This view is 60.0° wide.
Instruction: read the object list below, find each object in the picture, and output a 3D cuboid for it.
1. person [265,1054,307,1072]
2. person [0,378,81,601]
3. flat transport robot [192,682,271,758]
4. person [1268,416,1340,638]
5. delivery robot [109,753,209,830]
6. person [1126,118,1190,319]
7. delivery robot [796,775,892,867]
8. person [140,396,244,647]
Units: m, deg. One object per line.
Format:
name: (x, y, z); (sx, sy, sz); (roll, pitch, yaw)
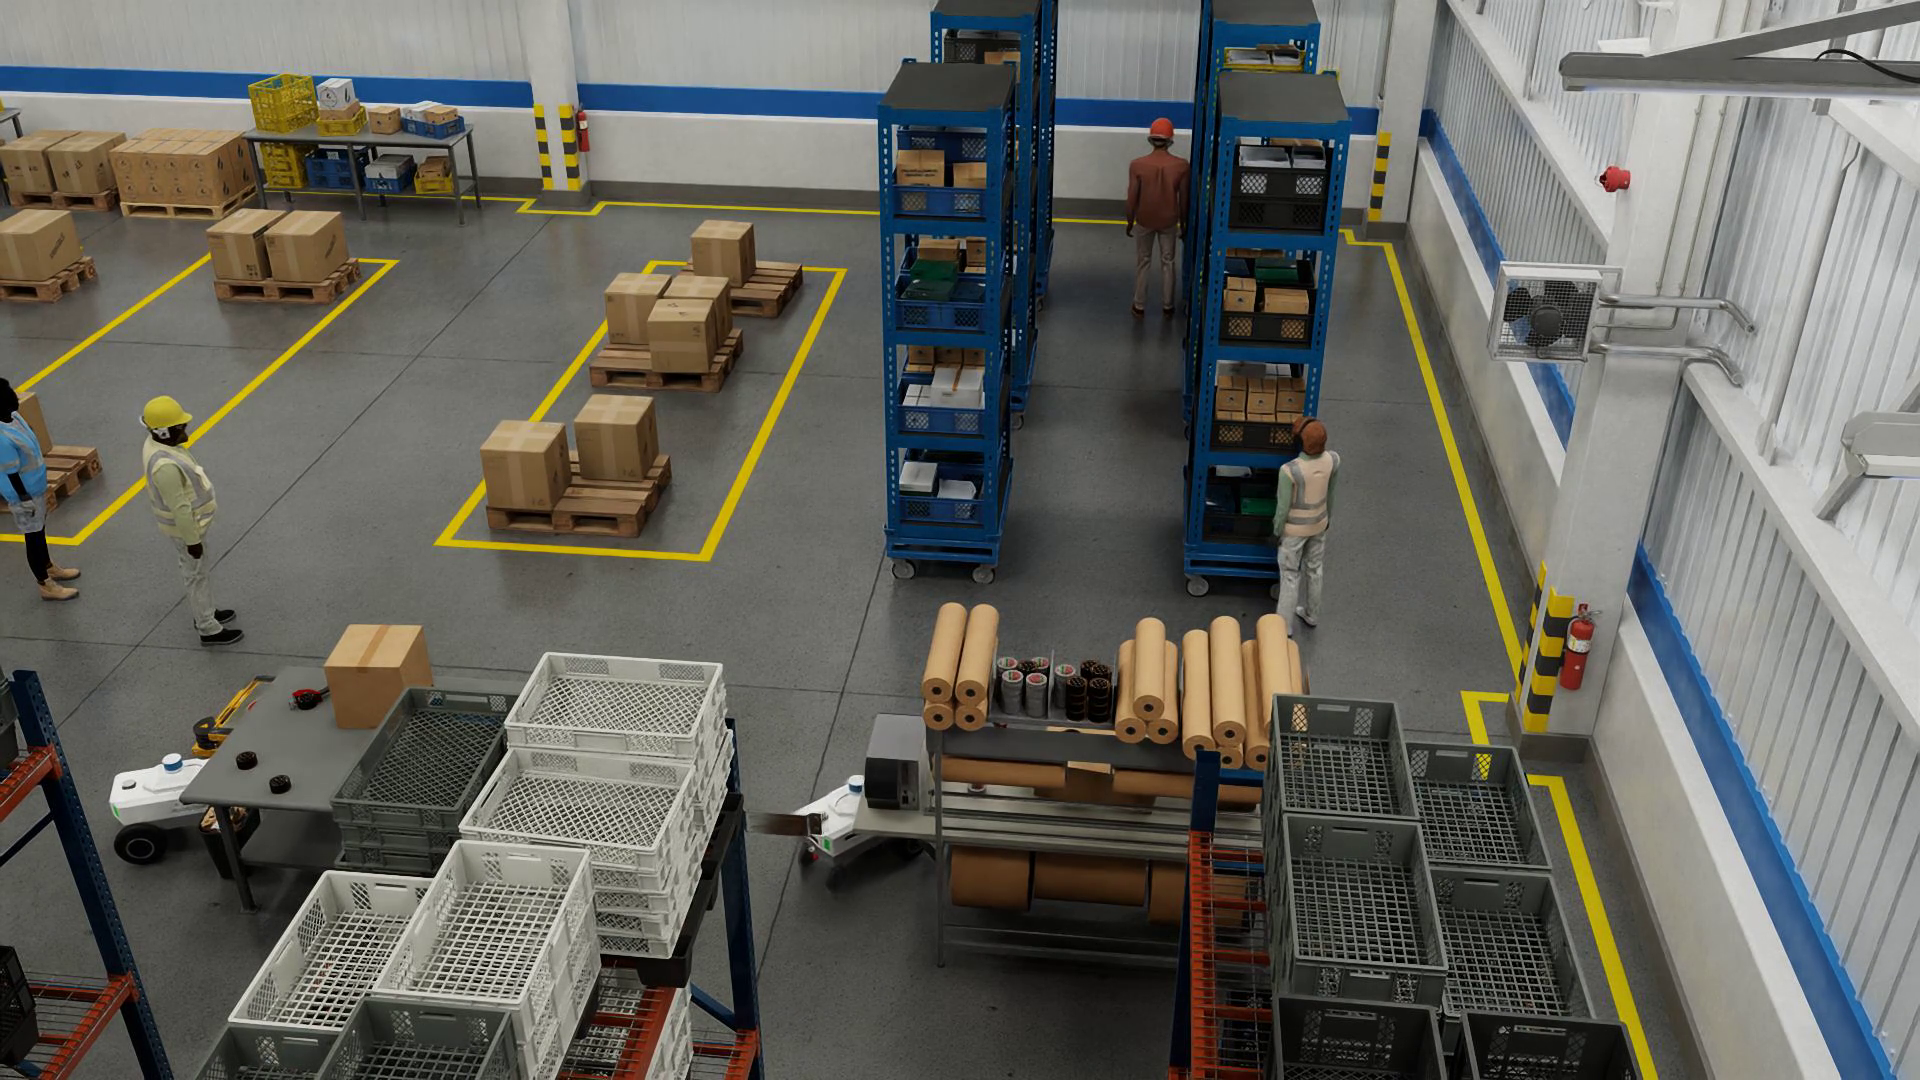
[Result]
person: (-2.403, 2.690, 6.390); (0.626, 1.932, 0.364); (-26, 39, -37)
person: (-6.660, -0.371, 11.871); (0.318, 1.700, 0.535); (-11, 32, -18)
flat transport robot: (-4.089, 1.163, 10.648); (1.431, 0.197, 0.652); (3, 30, 6)
person: (2.351, -0.088, 11.446); (0.523, 1.638, 0.310); (-17, 34, -26)
delivery robot: (-4.563, 1.472, 9.748); (0.707, 0.478, 0.477); (-8, 31, -14)
person: (1.933, -3.153, 16.364); (0.613, 1.991, 0.392); (1, 30, 2)
delivery robot: (-0.585, 1.572, 9.577); (0.707, 0.478, 0.477); (-22, 37, -33)
person: (-5.260, -0.139, 11.344); (0.404, 1.829, 0.600); (-15, 33, -24)
